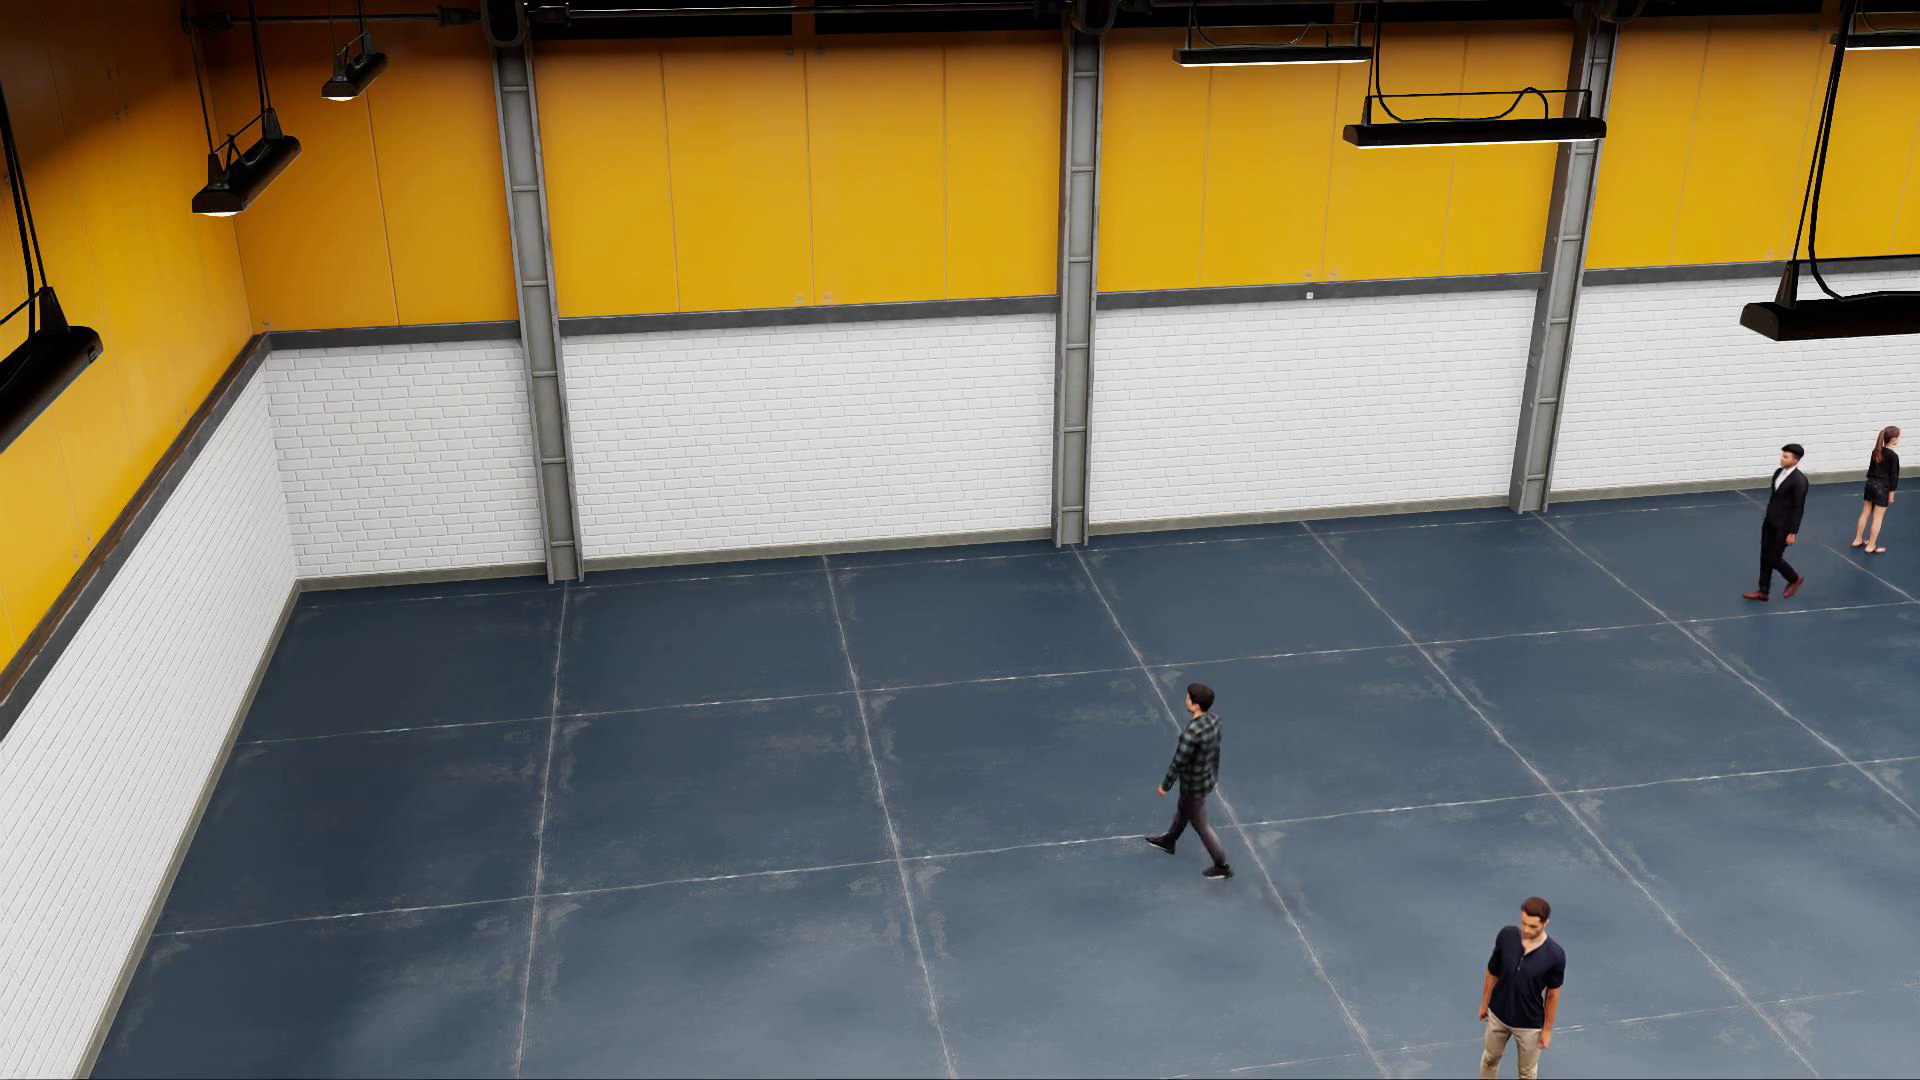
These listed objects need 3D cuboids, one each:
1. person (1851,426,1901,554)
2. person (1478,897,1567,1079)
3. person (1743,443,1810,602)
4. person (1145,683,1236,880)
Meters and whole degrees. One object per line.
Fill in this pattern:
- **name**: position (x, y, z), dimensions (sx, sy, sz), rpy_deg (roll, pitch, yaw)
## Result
- **person**: position (10.930, -0.620, 19.782), dimensions (0.587, 1.556, 0.568), rpy_deg (-8, 25, -17)
- **person**: position (3.652, 3.105, 10.892), dimensions (0.697, 1.851, 0.749), rpy_deg (17, 29, 34)
- **person**: position (9.150, -0.181, 18.379), dimensions (0.874, 1.876, 0.741), rpy_deg (-2, 24, -5)
- **person**: position (1.971, 1.970, 13.448), dimensions (1.179, 1.684, 1.117), rpy_deg (14, 27, 30)
